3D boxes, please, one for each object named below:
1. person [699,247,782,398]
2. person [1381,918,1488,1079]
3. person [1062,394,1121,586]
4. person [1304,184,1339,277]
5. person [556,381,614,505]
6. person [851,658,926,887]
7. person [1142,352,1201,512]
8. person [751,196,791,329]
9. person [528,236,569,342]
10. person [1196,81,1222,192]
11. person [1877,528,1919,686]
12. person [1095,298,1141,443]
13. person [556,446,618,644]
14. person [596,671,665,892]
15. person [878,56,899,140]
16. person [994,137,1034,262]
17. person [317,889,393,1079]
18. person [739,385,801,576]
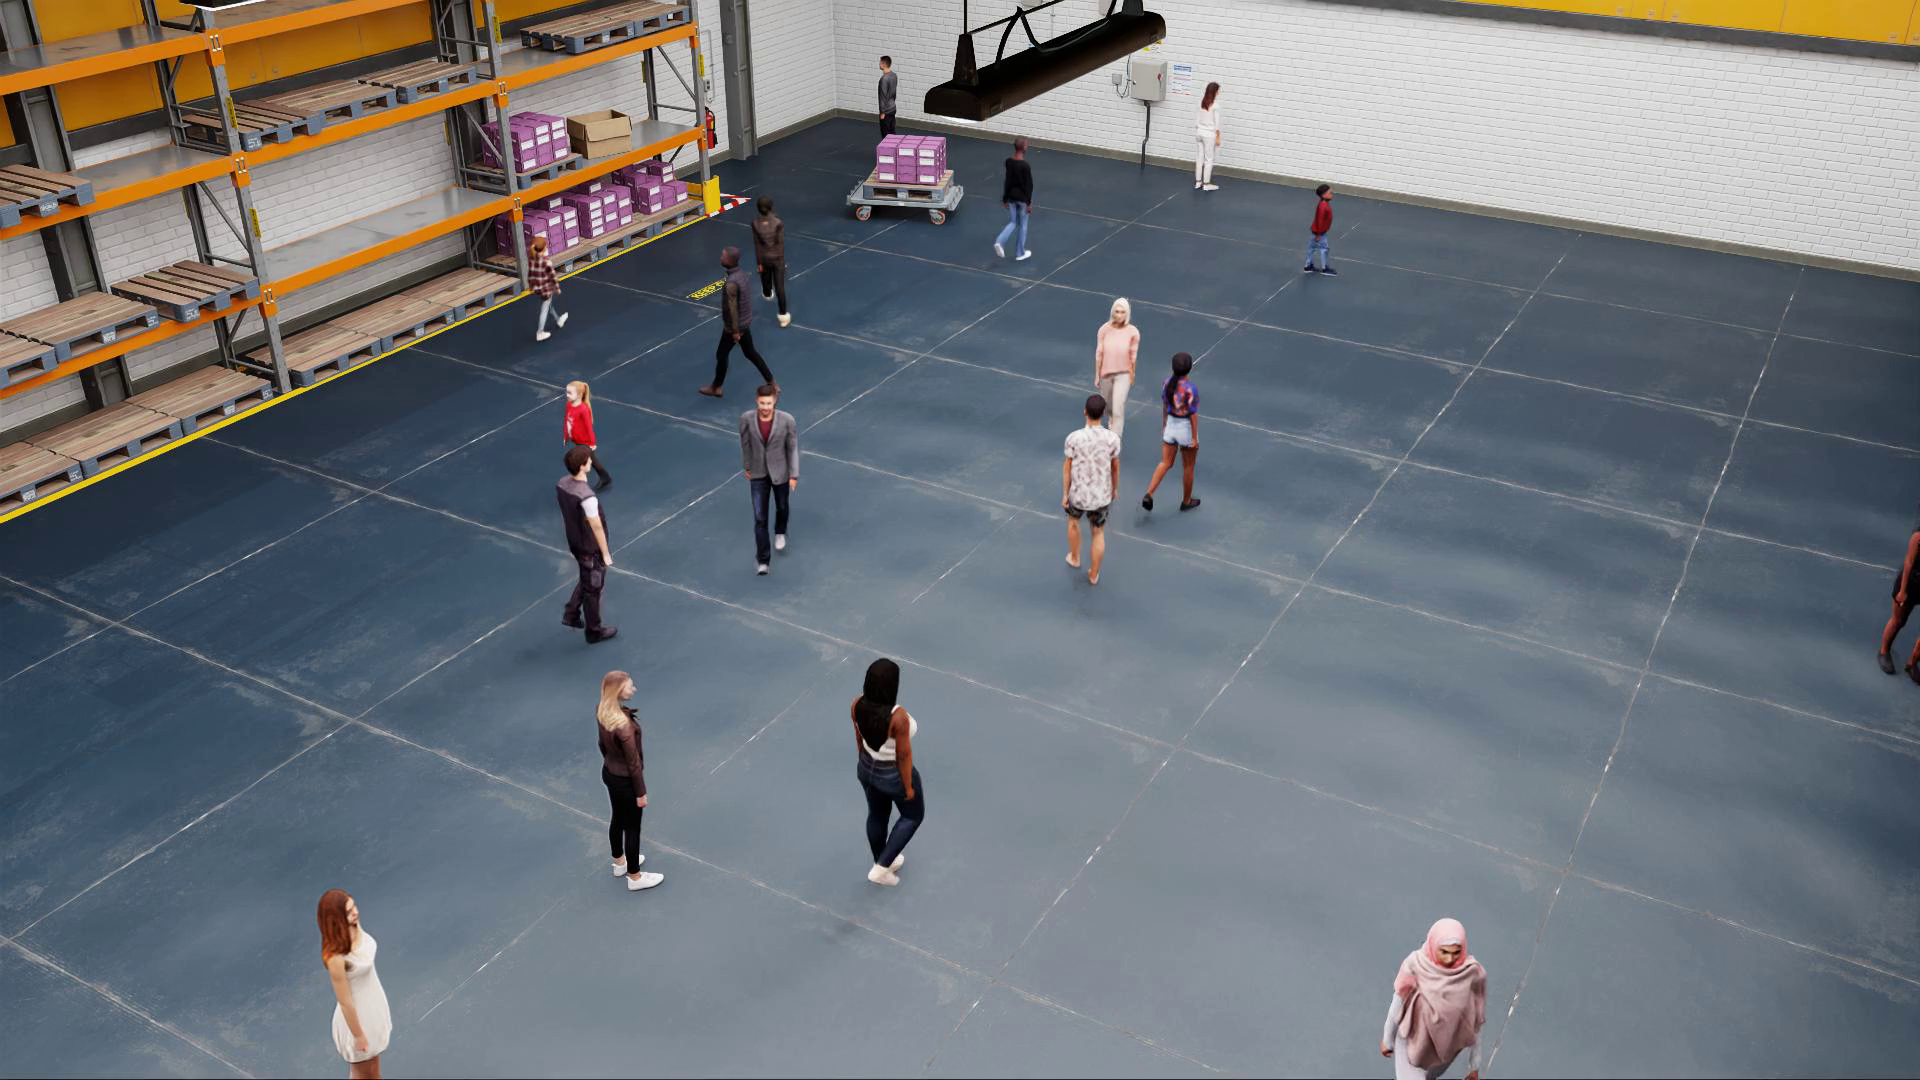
[{"bbox_3d":[-2.421,-2.396,18.711,1.055,1.790,1.237,5,29,9],"label":"person"},{"bbox_3d":[2.584,2.773,9.262,1.023,1.764,1.228,0,29,0],"label":"person"},{"bbox_3d":[1.189,-0.408,15.059,0.891,1.796,0.956,-2,29,-3],"label":"person"},{"bbox_3d":[4.830,-4.214,22.615,0.707,1.242,0.698,4,29,8],"label":"person"},{"bbox_3d":[-3.756,-1.011,16.735,0.968,1.250,0.662,-25,38,-38],"label":"person"},{"bbox_3d":[-0.550,1.642,11.298,0.696,1.799,0.752,21,35,33],"label":"person"},{"bbox_3d":[2.093,-1.006,16.233,1.040,1.723,0.775,-24,37,-37],"label":"person"},{"bbox_3d":[-2.352,-3.551,20.987,0.885,1.638,1.041,4,29,8],"label":"person"},{"bbox_3d":[-5.170,-3.080,20.503,0.539,1.274,0.870,15,32,25],"label":"person"},{"bbox_3d":[3.871,-6.339,26.050,0.688,1.684,0.648,23,36,36],"label":"person"},{"bbox_3d":[7.907,0.381,13.710,0.751,1.704,0.842,-2,29,-4],"label":"person"},{"bbox_3d":[1.663,-1.776,17.670,0.799,1.697,1.126,7,29,12],"label":"person"},{"bbox_3d":[-3.250,0.080,14.120,0.815,1.840,0.767,-20,35,-32],"label":"person"},{"bbox_3d":[-2.315,1.637,11.408,0.642,1.702,0.673,-19,34,-31],"label":"person"},{"bbox_3d":[-1.177,-7.034,27.243,0.695,1.761,0.505,11,30,19],"label":"person"},{"bbox_3d":[0.756,-4.668,22.932,0.964,1.736,0.739,-25,38,-38],"label":"person"},{"bbox_3d":[-3.430,2.676,9.496,0.704,1.711,0.605,0,29,-1],"label":"person"},{"bbox_3d":[-1.756,-0.626,15.459,1.123,1.797,1.325,-1,29,-1],"label":"person"}]
